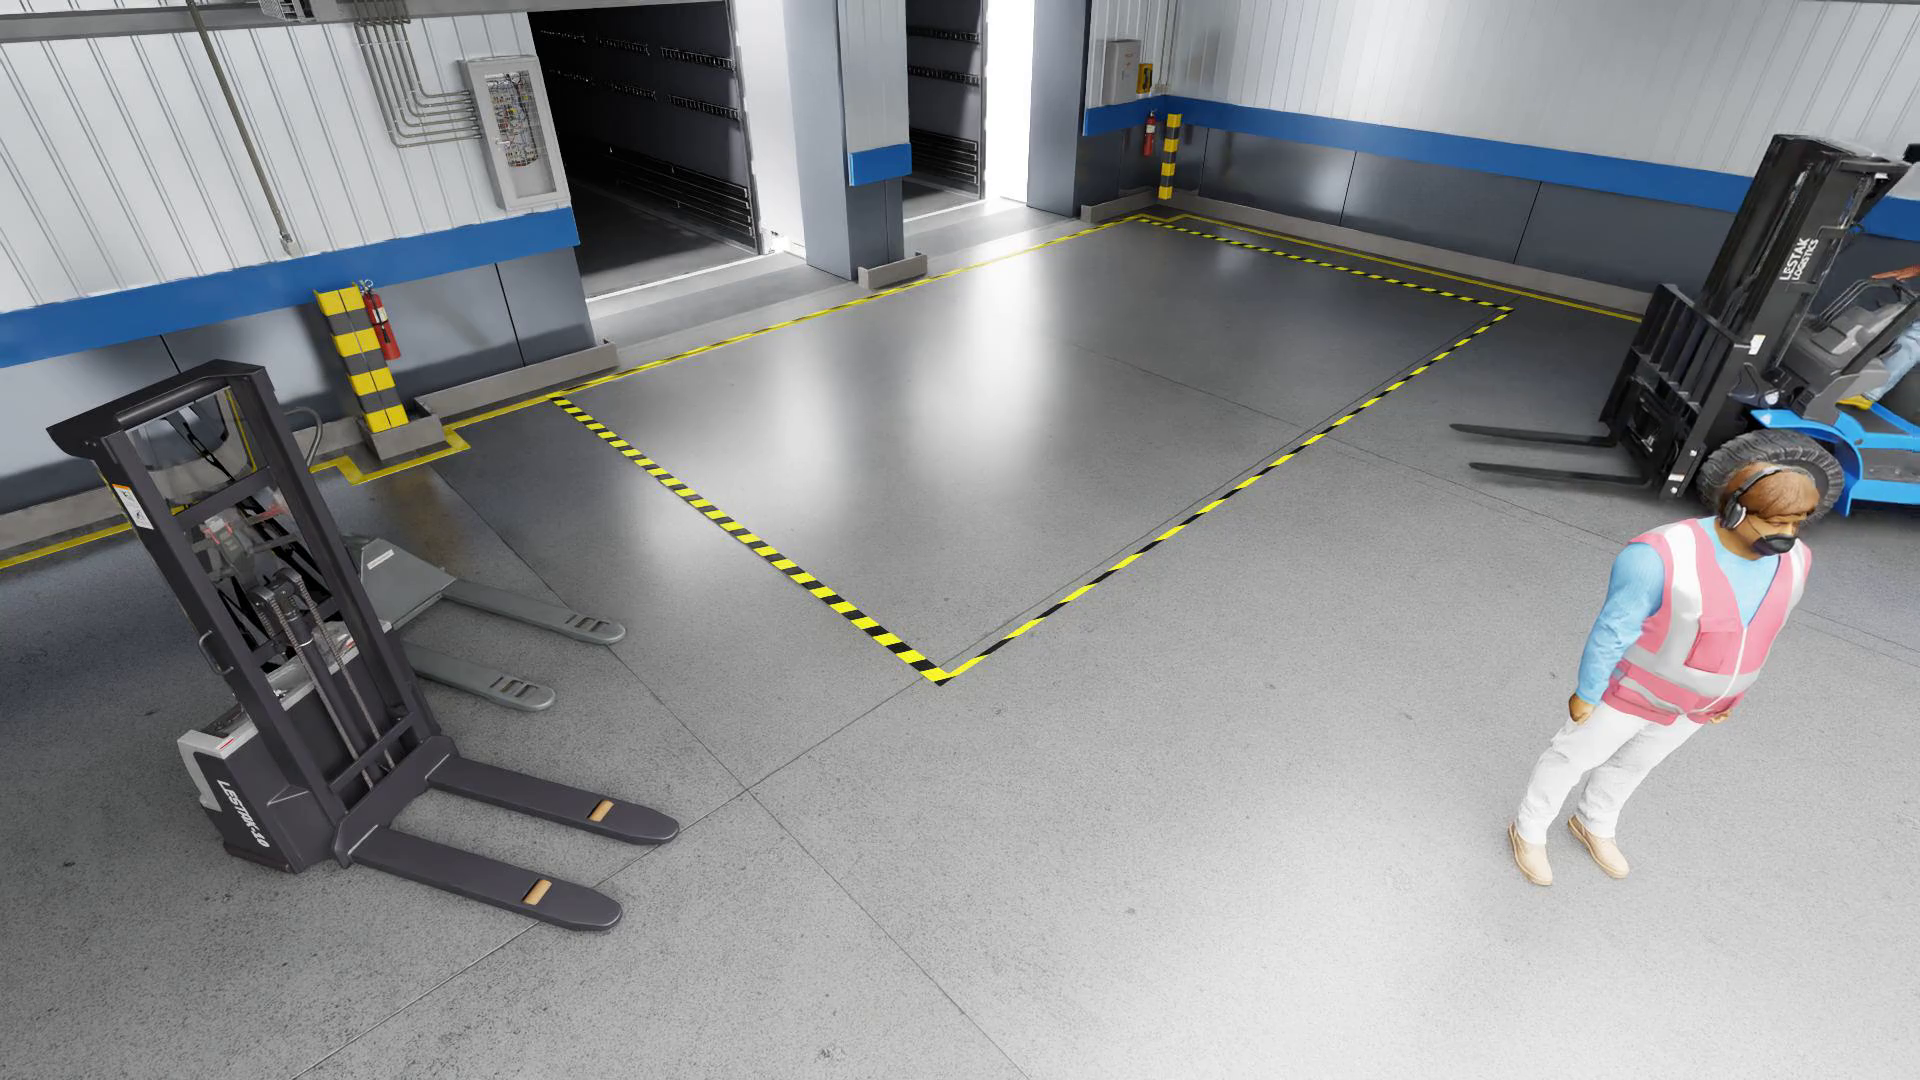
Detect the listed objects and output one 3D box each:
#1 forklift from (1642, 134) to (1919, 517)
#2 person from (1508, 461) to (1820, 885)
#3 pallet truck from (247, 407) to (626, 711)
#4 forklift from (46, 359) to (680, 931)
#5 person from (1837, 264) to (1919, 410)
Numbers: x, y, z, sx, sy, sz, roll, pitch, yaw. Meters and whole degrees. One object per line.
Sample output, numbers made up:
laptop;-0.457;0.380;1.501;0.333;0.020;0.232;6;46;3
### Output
forklift;5.857;-1.225;5.460;2.680;2.036;1.157;7;35;10
person;2.520;0.544;3.311;0.618;1.845;0.430;-2;34;-3
pallet truck;-2.628;0.038;4.590;1.601;1.201;0.680;12;36;18
forklift;-2.135;0.422;3.354;1.885;1.965;0.823;10;35;14
person;5.800;-1.392;5.372;1.004;1.294;0.635;7;35;10
